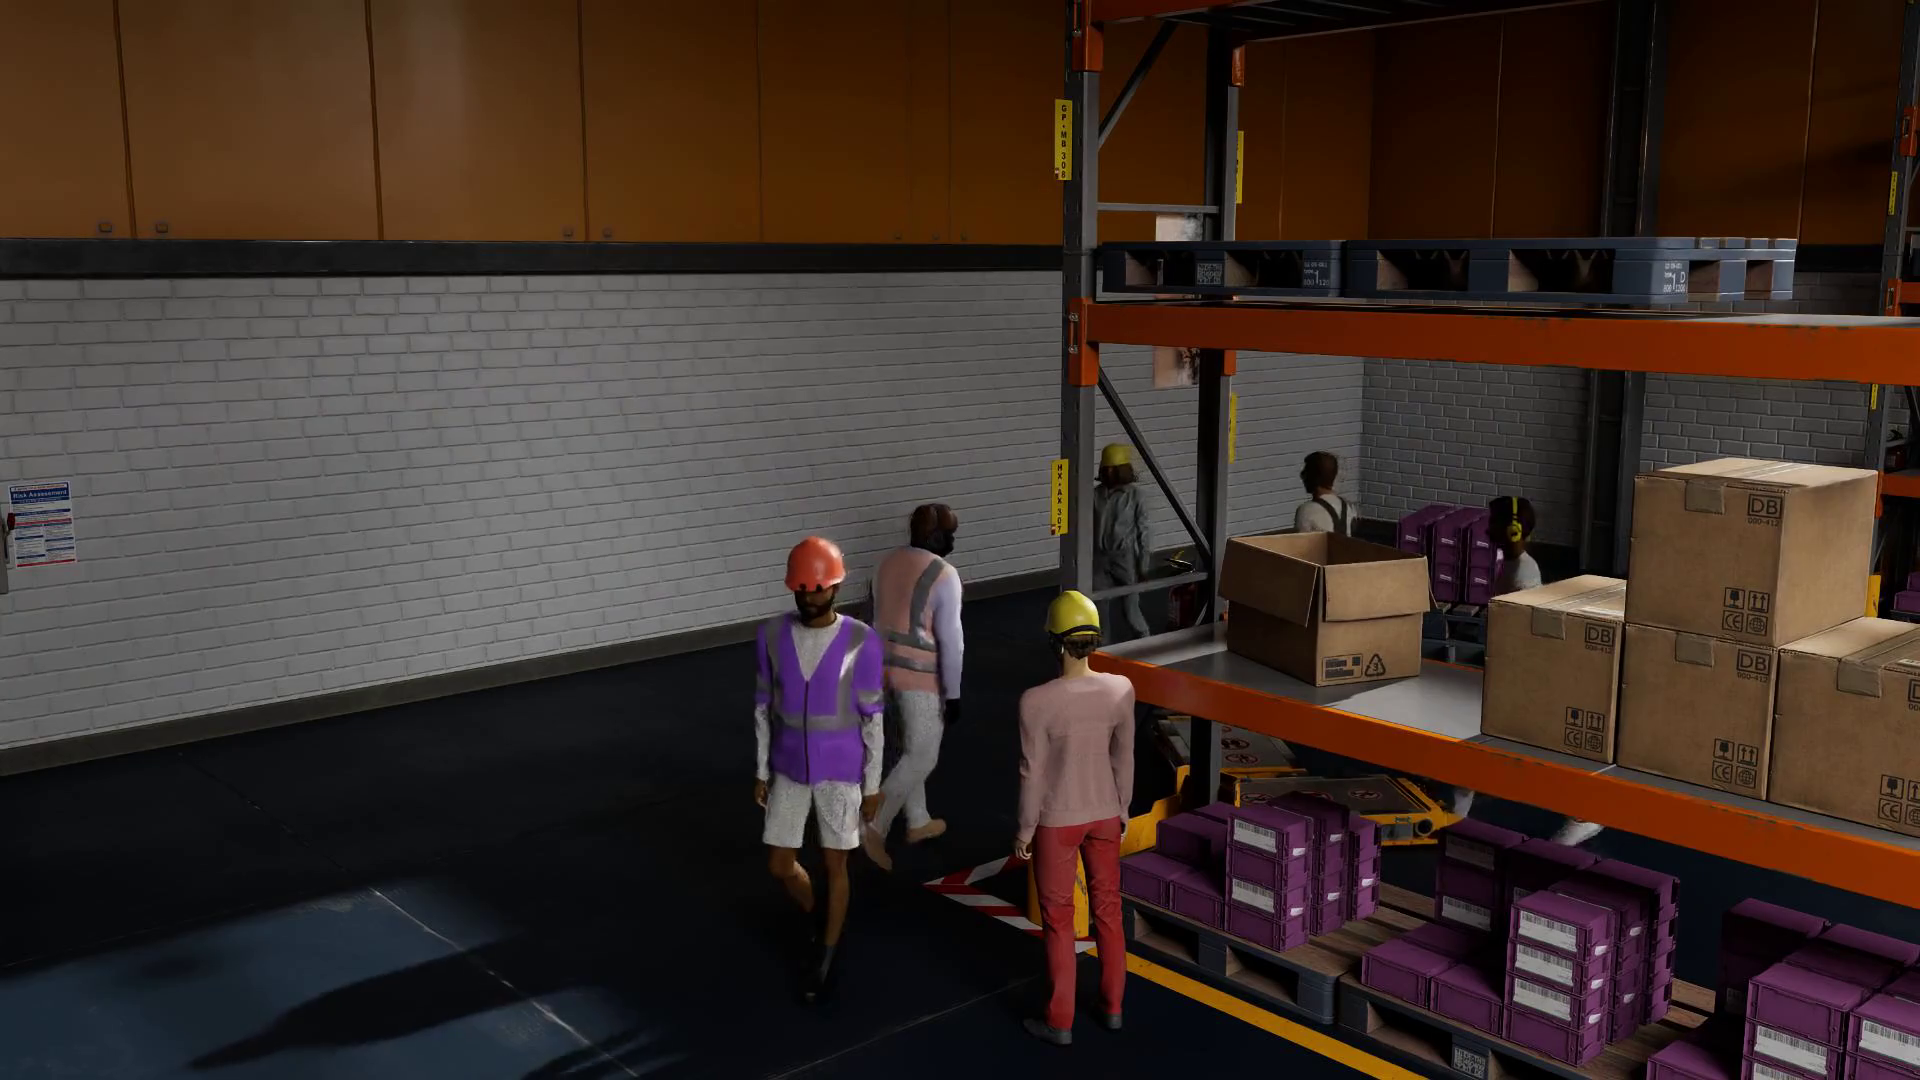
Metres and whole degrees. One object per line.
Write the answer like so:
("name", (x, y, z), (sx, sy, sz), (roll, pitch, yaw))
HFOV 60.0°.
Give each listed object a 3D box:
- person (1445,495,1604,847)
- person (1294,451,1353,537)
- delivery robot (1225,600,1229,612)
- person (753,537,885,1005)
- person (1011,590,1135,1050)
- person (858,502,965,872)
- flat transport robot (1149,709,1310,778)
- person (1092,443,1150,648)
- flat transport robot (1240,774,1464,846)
("person", (2.873, 0.678, 8.529), (0.941, 1.836, 0.529), (2, 10, 14))
("person", (2.314, 0.344, 10.540), (0.844, 1.818, 0.515), (9, 13, 41))
("delivery robot", (2.291, 0.518, 12.917), (0.477, 0.478, 0.707), (4, 11, 24))
("person", (-0.583, 0.931, 6.766), (0.574, 1.925, 0.409), (2, 10, 13))
("person", (0.431, 1.069, 6.423), (0.533, 1.767, 0.326), (-5, 11, -29))
("person", (-0.315, 0.724, 8.356), (0.763, 1.808, 0.663), (-9, 13, -42))
("flat transport robot", (1.549, 1.257, 9.695), (0.652, 0.197, 1.431), (-1, 10, -3))
("person", (1.147, 0.146, 11.968), (0.489, 1.723, 0.708), (5, 11, 26))
("flat transport robot", (1.903, 1.428, 8.695), (1.431, 0.197, 0.652), (-1, 10, -6))
